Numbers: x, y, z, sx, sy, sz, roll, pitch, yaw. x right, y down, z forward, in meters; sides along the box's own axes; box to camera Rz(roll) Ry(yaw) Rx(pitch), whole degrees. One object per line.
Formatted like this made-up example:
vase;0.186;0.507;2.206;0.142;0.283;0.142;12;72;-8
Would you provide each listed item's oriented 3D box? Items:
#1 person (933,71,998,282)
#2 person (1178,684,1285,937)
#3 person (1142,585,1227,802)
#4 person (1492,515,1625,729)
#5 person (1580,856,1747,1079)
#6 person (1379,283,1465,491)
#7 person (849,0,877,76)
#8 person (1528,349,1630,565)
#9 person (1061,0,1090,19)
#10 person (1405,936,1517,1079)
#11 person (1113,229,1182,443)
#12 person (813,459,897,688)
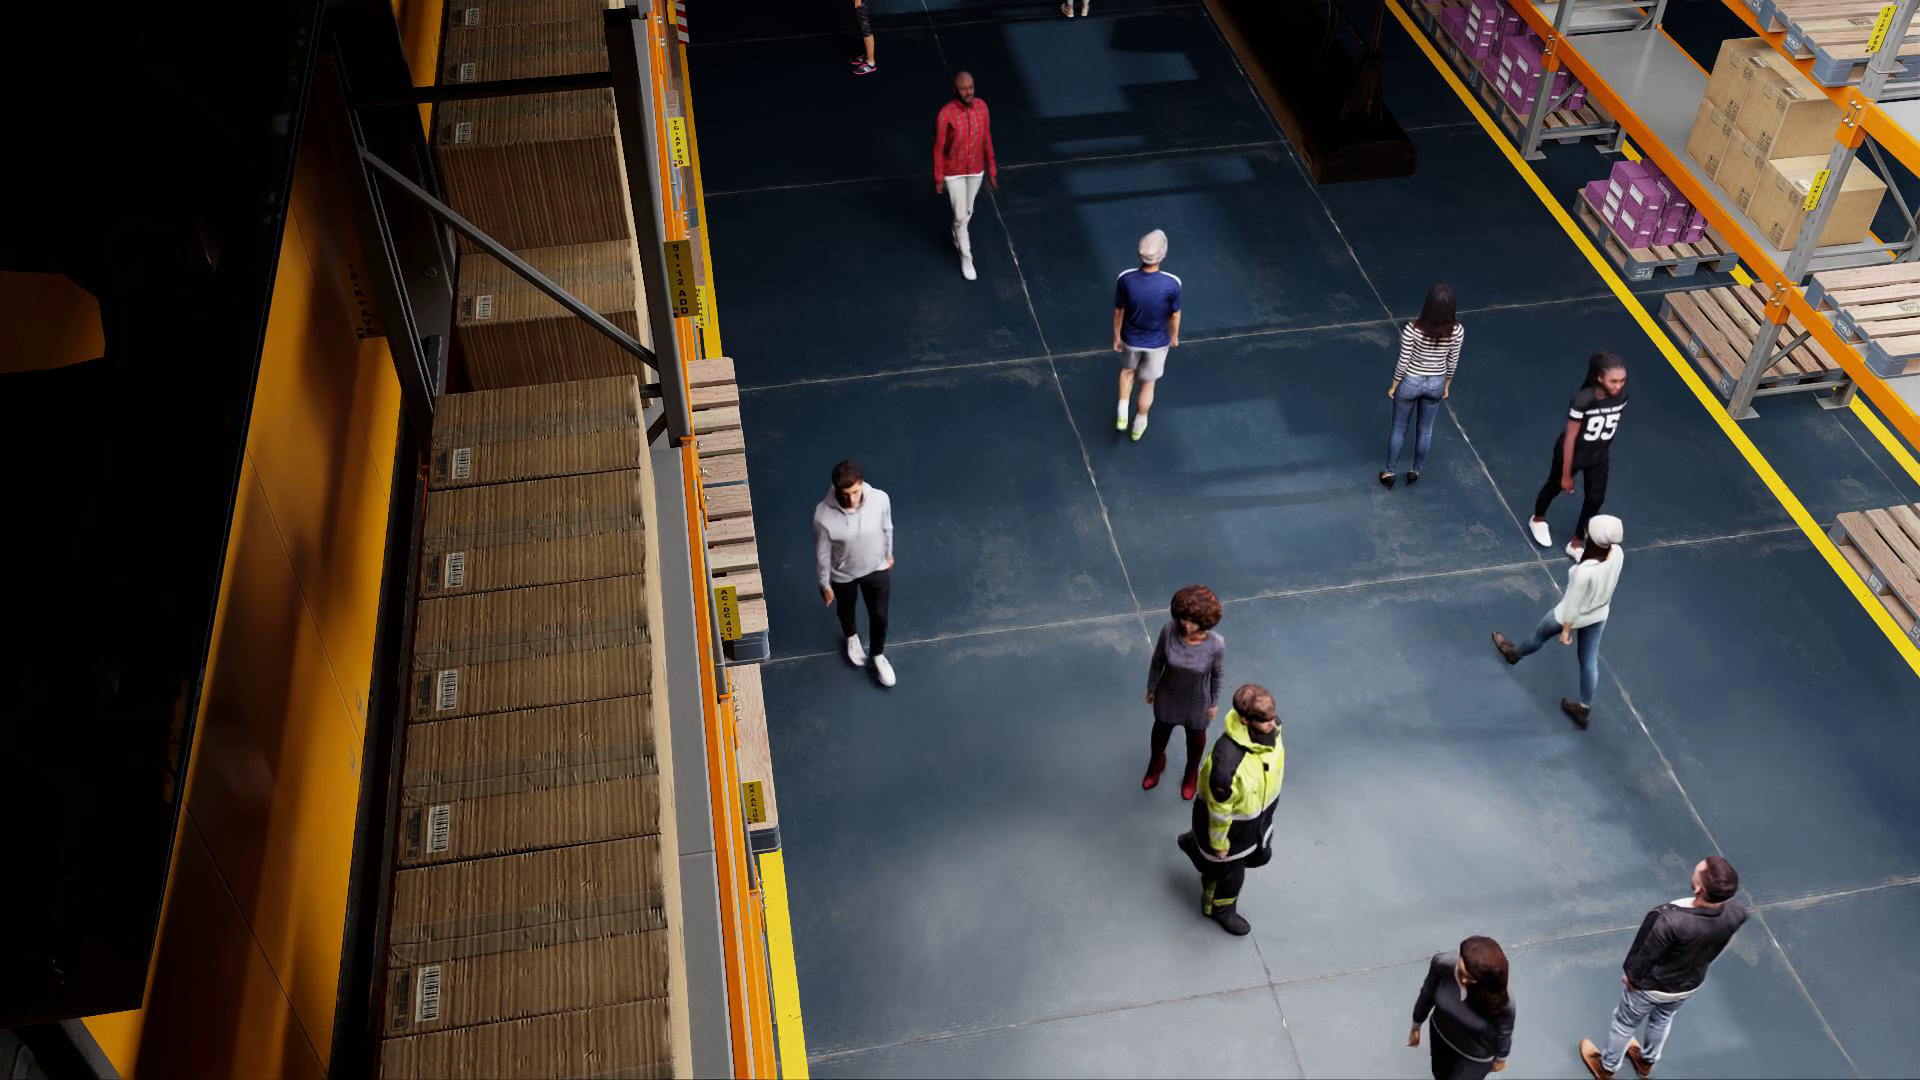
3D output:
person;-0.019;-3.224;14.292;0.859;1.805;0.975;-21;48;-21
person;1.473;1.457;9.260;1.063;1.969;1.000;32;52;29
person;1.354;0.923;10.007;0.669;1.710;0.682;15;46;16
person;3.983;0.527;10.503;0.823;1.600;1.159;-20;47;-19
person;3.627;2.240;8.538;0.664;1.830;0.580;-12;45;-12
person;3.336;-1.095;12.063;0.611;1.797;0.528;0;44;0
person;-1.008;-5.575;16.820;0.626;1.722;0.474;-9;44;-10
person;4.287;-0.634;11.643;0.633;1.709;0.850;-9;44;-9
person;1.256;-6.461;17.697;0.586;1.795;0.493;-6;44;-6
person;2.576;2.450;8.380;0.739;1.744;0.825;33;52;30
person;1.368;-1.461;12.426;0.759;1.825;0.795;11;45;11
person;-0.692;0.109;10.729;0.748;1.893;0.829;-13;45;-13
